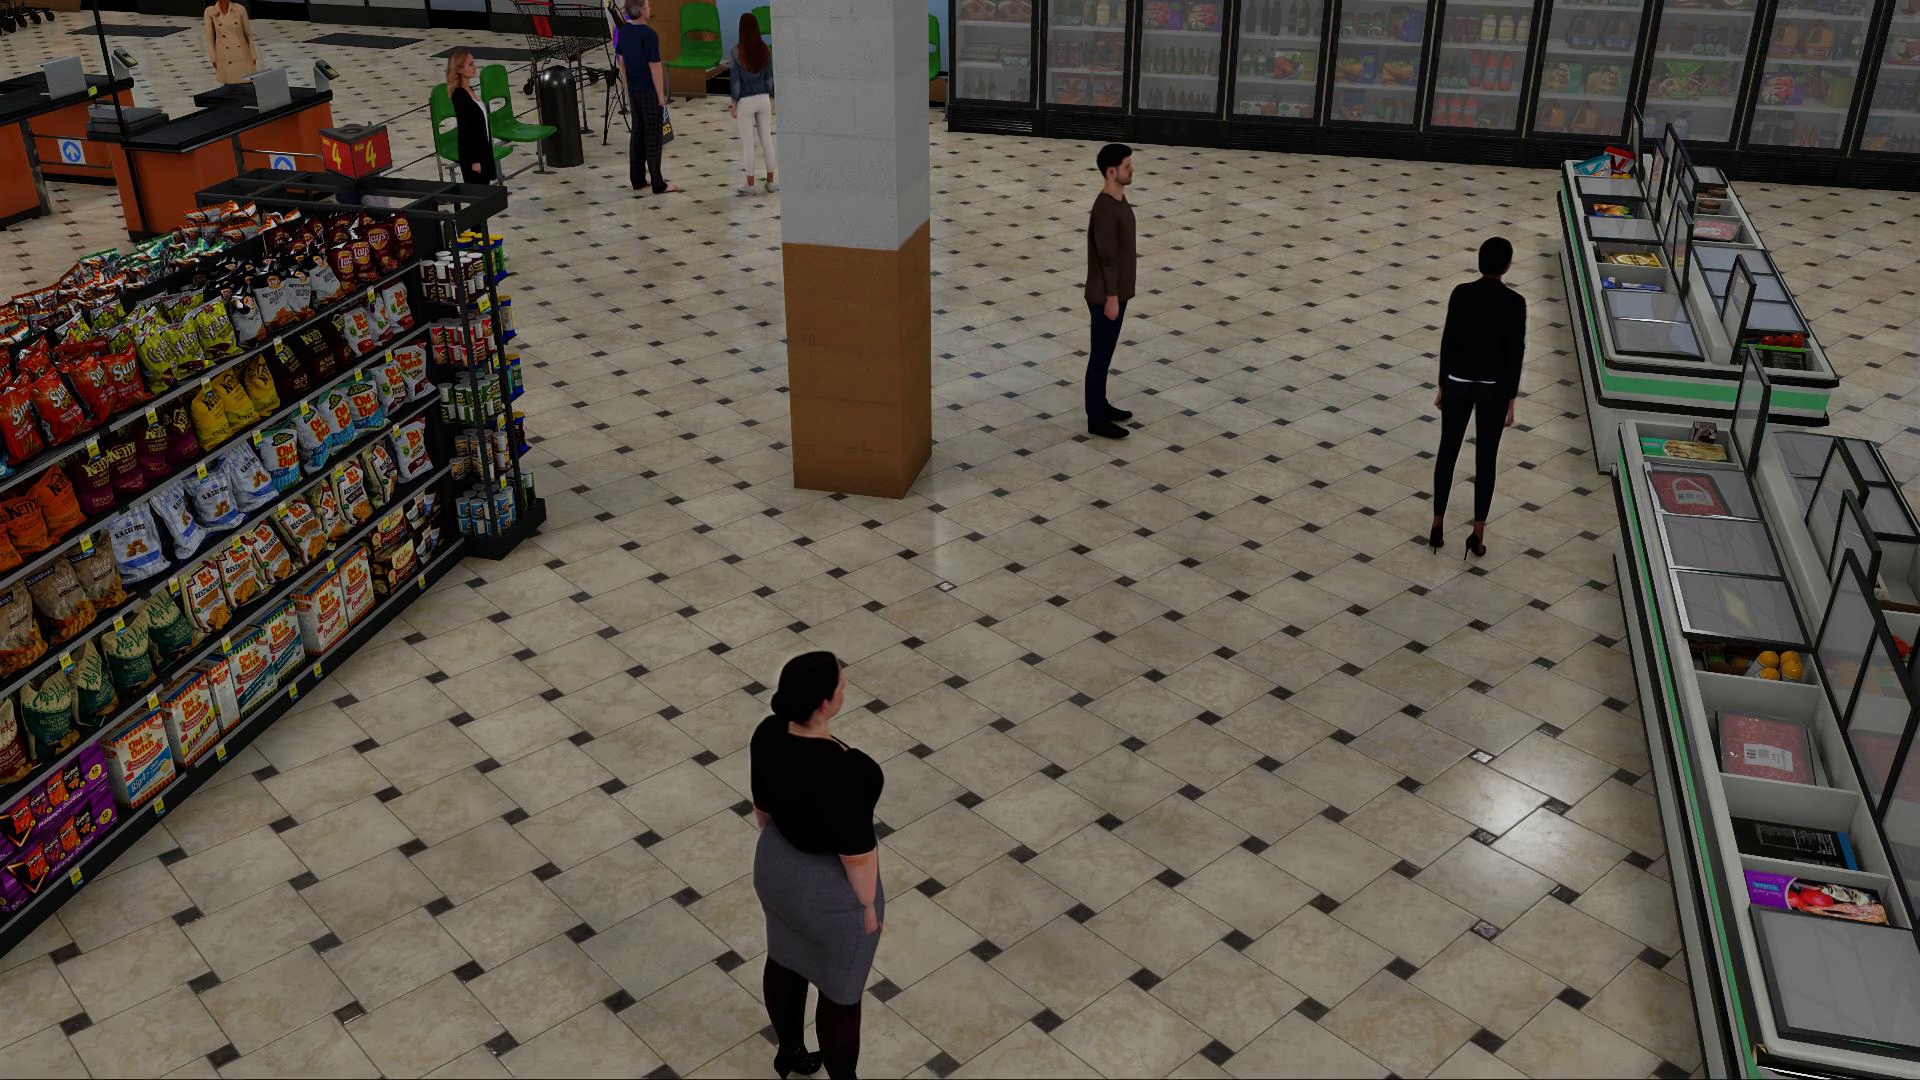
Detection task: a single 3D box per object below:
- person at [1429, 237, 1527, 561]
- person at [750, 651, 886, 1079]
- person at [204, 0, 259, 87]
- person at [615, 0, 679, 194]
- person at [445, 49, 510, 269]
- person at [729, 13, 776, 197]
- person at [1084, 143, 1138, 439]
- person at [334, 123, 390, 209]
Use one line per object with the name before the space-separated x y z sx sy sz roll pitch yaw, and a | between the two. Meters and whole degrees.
person | 2.807 -0.763 9.072 0.652 1.834 0.624 17 31 30
person | -0.471 1.134 5.414 0.776 1.759 0.788 24 36 39
person | -7.874 -5.223 18.035 0.710 1.682 0.734 -10 29 -20
person | -3.039 -4.300 16.007 0.732 1.870 0.689 20 33 34
person | -4.041 -3.154 13.822 0.738 1.802 0.604 -4 27 -7
person | -1.974 -4.173 15.943 0.677 1.703 0.740 -15 31 -27
person | 0.952 -1.604 10.670 0.718 1.888 0.519 5 27 10
person | -4.052 -1.935 11.389 0.815 1.830 0.624 -1 27 -2
